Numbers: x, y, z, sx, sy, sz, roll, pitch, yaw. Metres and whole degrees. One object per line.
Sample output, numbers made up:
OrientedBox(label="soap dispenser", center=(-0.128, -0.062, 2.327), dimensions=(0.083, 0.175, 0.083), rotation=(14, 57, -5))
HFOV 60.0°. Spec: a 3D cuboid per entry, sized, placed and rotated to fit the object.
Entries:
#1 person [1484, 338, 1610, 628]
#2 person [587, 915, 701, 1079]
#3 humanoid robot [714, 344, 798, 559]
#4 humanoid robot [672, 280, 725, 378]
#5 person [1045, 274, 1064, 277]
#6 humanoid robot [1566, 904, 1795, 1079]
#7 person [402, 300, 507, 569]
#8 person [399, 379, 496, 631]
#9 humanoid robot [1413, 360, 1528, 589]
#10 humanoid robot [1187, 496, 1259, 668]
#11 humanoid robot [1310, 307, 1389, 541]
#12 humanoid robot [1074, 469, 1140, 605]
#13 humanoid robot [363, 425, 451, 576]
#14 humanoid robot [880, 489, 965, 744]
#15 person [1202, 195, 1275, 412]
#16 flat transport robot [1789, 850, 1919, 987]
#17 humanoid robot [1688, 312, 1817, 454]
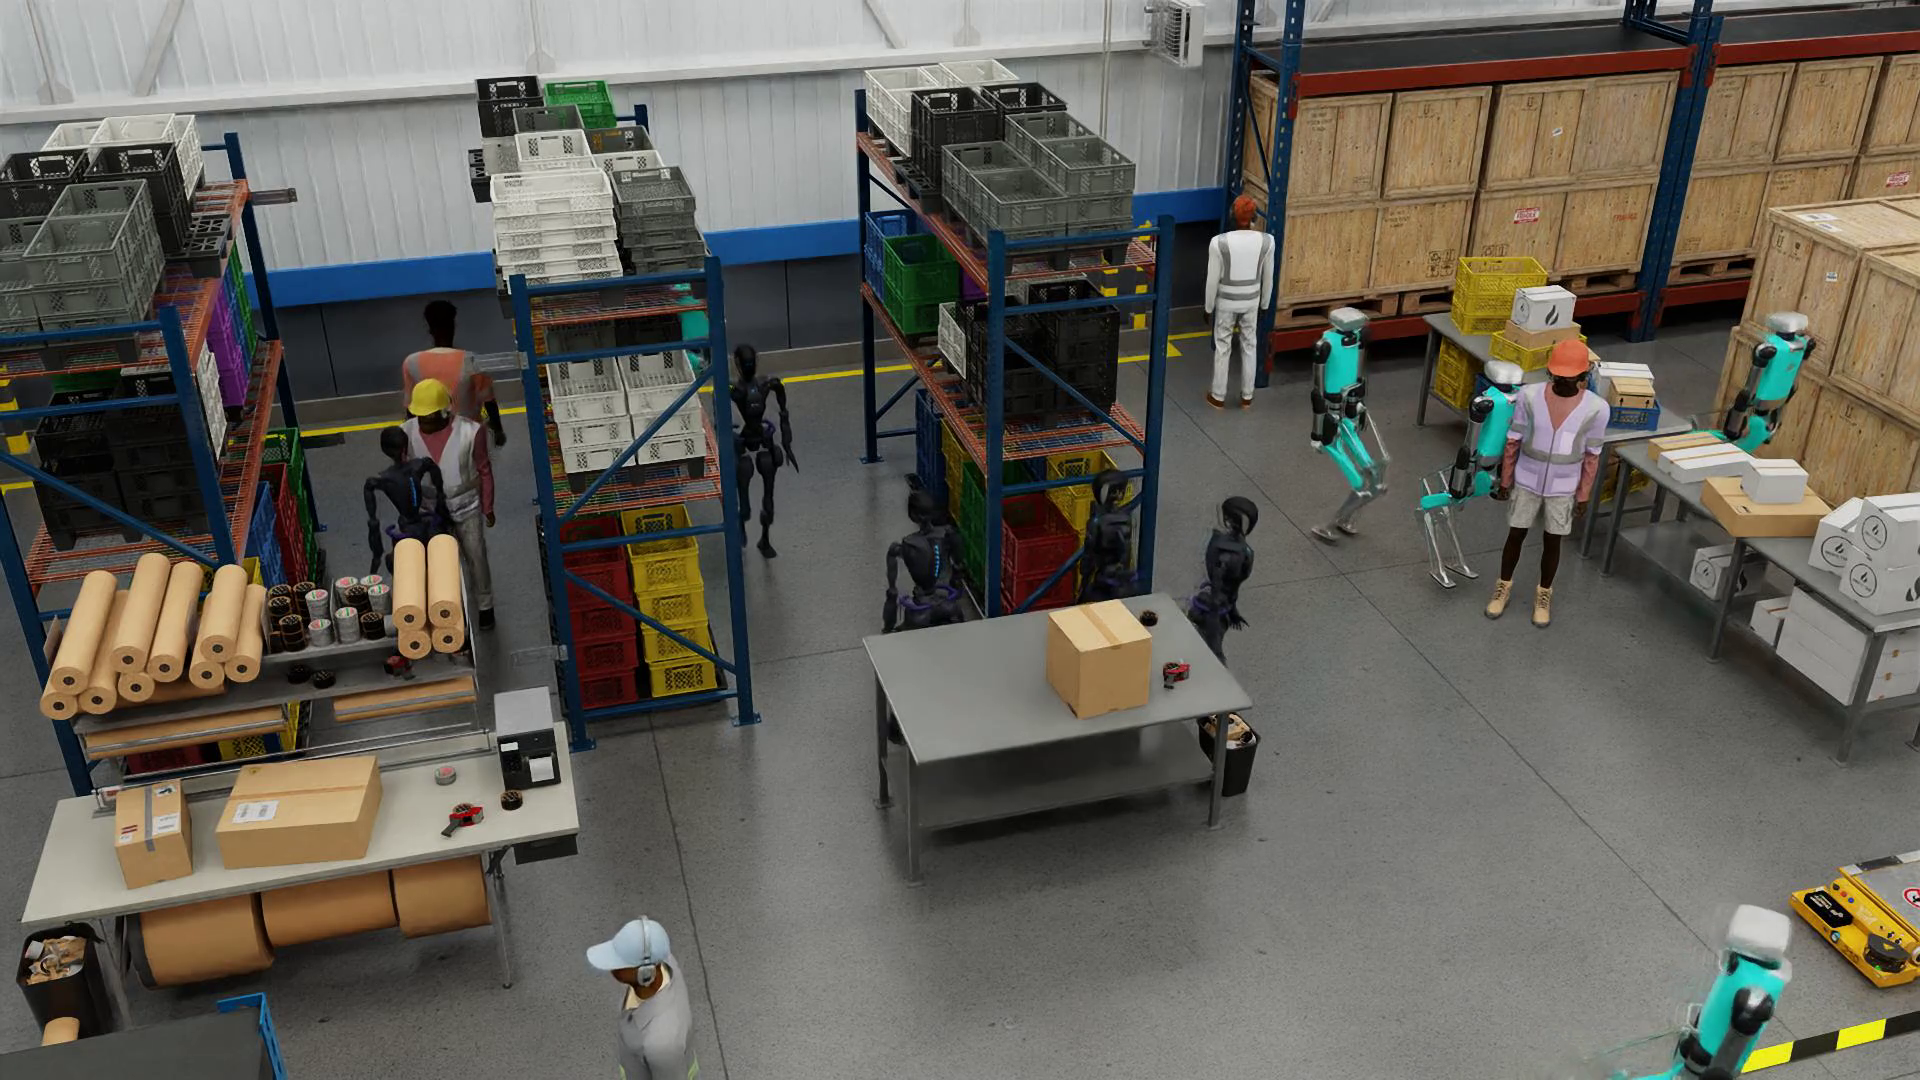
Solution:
OrientedBox(label="person", center=(3.877, -0.374, 11.003), dimensions=(0.606, 2.044, 0.368), rotation=(12, 31, 20))
OrientedBox(label="person", center=(-1.187, 2.201, 6.512), dimensions=(0.365, 1.852, 0.589), rotation=(-8, 30, -15))
OrientedBox(label="humanoid robot", center=(-1.465, -0.640, 11.869), dimensions=(0.586, 1.646, 0.383), rotation=(-13, 31, -22))
OrientedBox(label="humanoid robot", center=(-2.331, -1.508, 13.413), dimensions=(0.556, 1.760, 1.002), rotation=(-25, 37, -37))
OrientedBox(label="person", center=(0.580, -1.994, 14.188), dimensions=(0.785, 1.823, 0.455), rotation=(3, 29, 6))
OrientedBox(label="humanoid robot", center=(2.705, 2.134, 6.786), dimensions=(0.996, 1.758, 0.553), rotation=(13, 31, 23))
OrientedBox(label="person", center=(-3.562, -0.783, 11.848), dimensions=(0.607, 1.933, 0.738), rotation=(2, 29, 3))
OrientedBox(label="person", center=(-3.359, -0.222, 10.944), dimensions=(0.592, 1.828, 0.403), rotation=(-2, 29, -4))
OrientedBox(label="humanoid robot", center=(3.449, -0.508, 11.424), dimensions=(0.533, 1.674, 0.735), rotation=(-16, 32, -26))
OrientedBox(label="humanoid robot", center=(1.429, 0.455, 9.906), dimensions=(0.706, 1.607, 0.601), rotation=(11, 31, 18))
OrientedBox(label="humanoid robot", center=(2.862, -0.775, 11.992), dimensions=(0.531, 1.742, 0.729), rotation=(-21, 35, -33))
OrientedBox(label="humanoid robot", center=(0.912, 0.335, 10.089), dimensions=(0.381, 1.653, 0.590), rotation=(-12, 31, -20))
OrientedBox(label="humanoid robot", center=(-3.502, 0.028, 10.653), dimensions=(0.335, 1.661, 0.589), rotation=(24, 37, 37))
OrientedBox(label="humanoid robot", center=(-0.202, 0.462, 9.879), dimensions=(0.609, 1.629, 0.461), rotation=(-20, 35, -32))
OrientedBox(label="person", center=(2.352, -1.999, 14.121), dimensions=(0.583, 1.882, 0.337), rotation=(-3, 29, -6))
OrientedBox(label="flat transport robot", center=(5.163, 1.916, 8.676), dimensions=(1.431, 0.231, 0.659), rotation=(-8, 30, -14))
OrientedBox(label="humanoid robot", center=(5.750, -0.897, 12.266), dimensions=(0.547, 1.756, 0.952), rotation=(-13, 31, -22))
